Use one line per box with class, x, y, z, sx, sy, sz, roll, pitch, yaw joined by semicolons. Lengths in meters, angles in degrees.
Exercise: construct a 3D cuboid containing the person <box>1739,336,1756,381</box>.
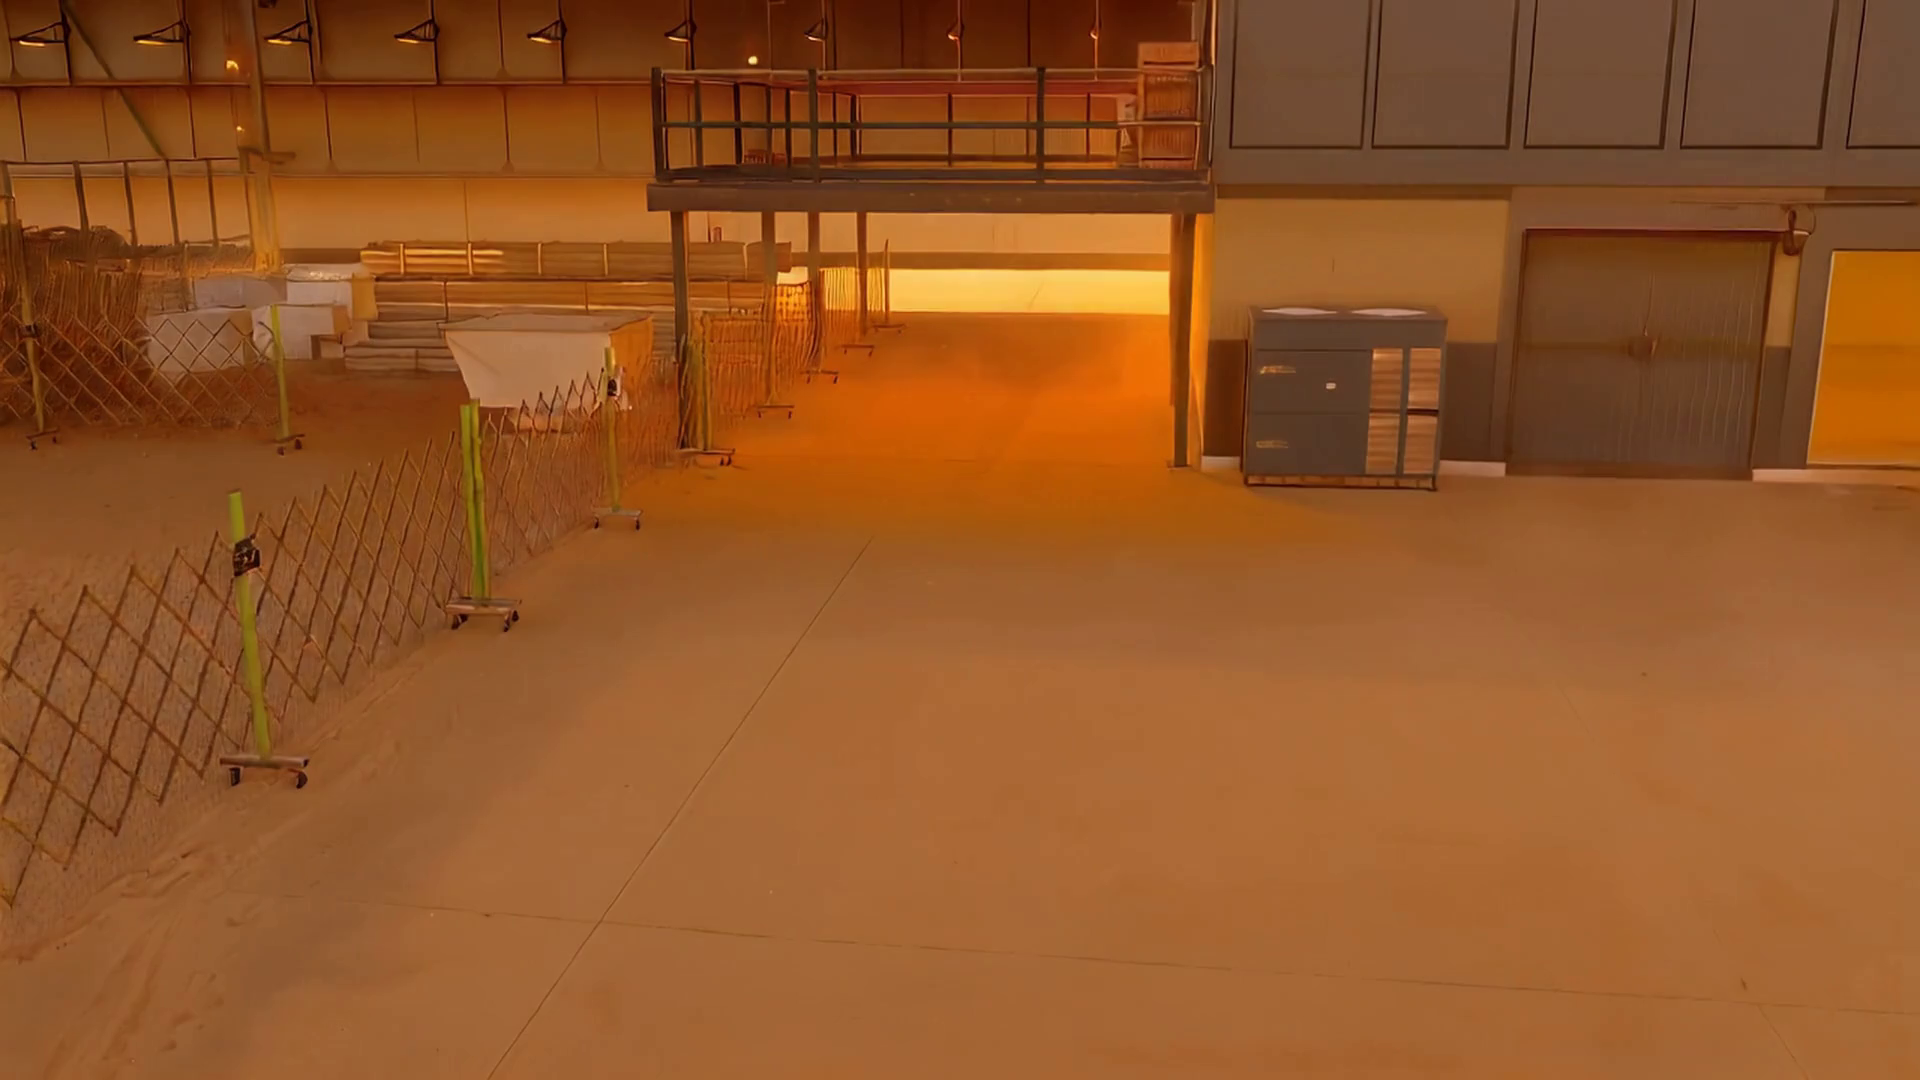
person;8.768;-1.719;18.404;0.382;1.623;0.521;-6;15;-23
